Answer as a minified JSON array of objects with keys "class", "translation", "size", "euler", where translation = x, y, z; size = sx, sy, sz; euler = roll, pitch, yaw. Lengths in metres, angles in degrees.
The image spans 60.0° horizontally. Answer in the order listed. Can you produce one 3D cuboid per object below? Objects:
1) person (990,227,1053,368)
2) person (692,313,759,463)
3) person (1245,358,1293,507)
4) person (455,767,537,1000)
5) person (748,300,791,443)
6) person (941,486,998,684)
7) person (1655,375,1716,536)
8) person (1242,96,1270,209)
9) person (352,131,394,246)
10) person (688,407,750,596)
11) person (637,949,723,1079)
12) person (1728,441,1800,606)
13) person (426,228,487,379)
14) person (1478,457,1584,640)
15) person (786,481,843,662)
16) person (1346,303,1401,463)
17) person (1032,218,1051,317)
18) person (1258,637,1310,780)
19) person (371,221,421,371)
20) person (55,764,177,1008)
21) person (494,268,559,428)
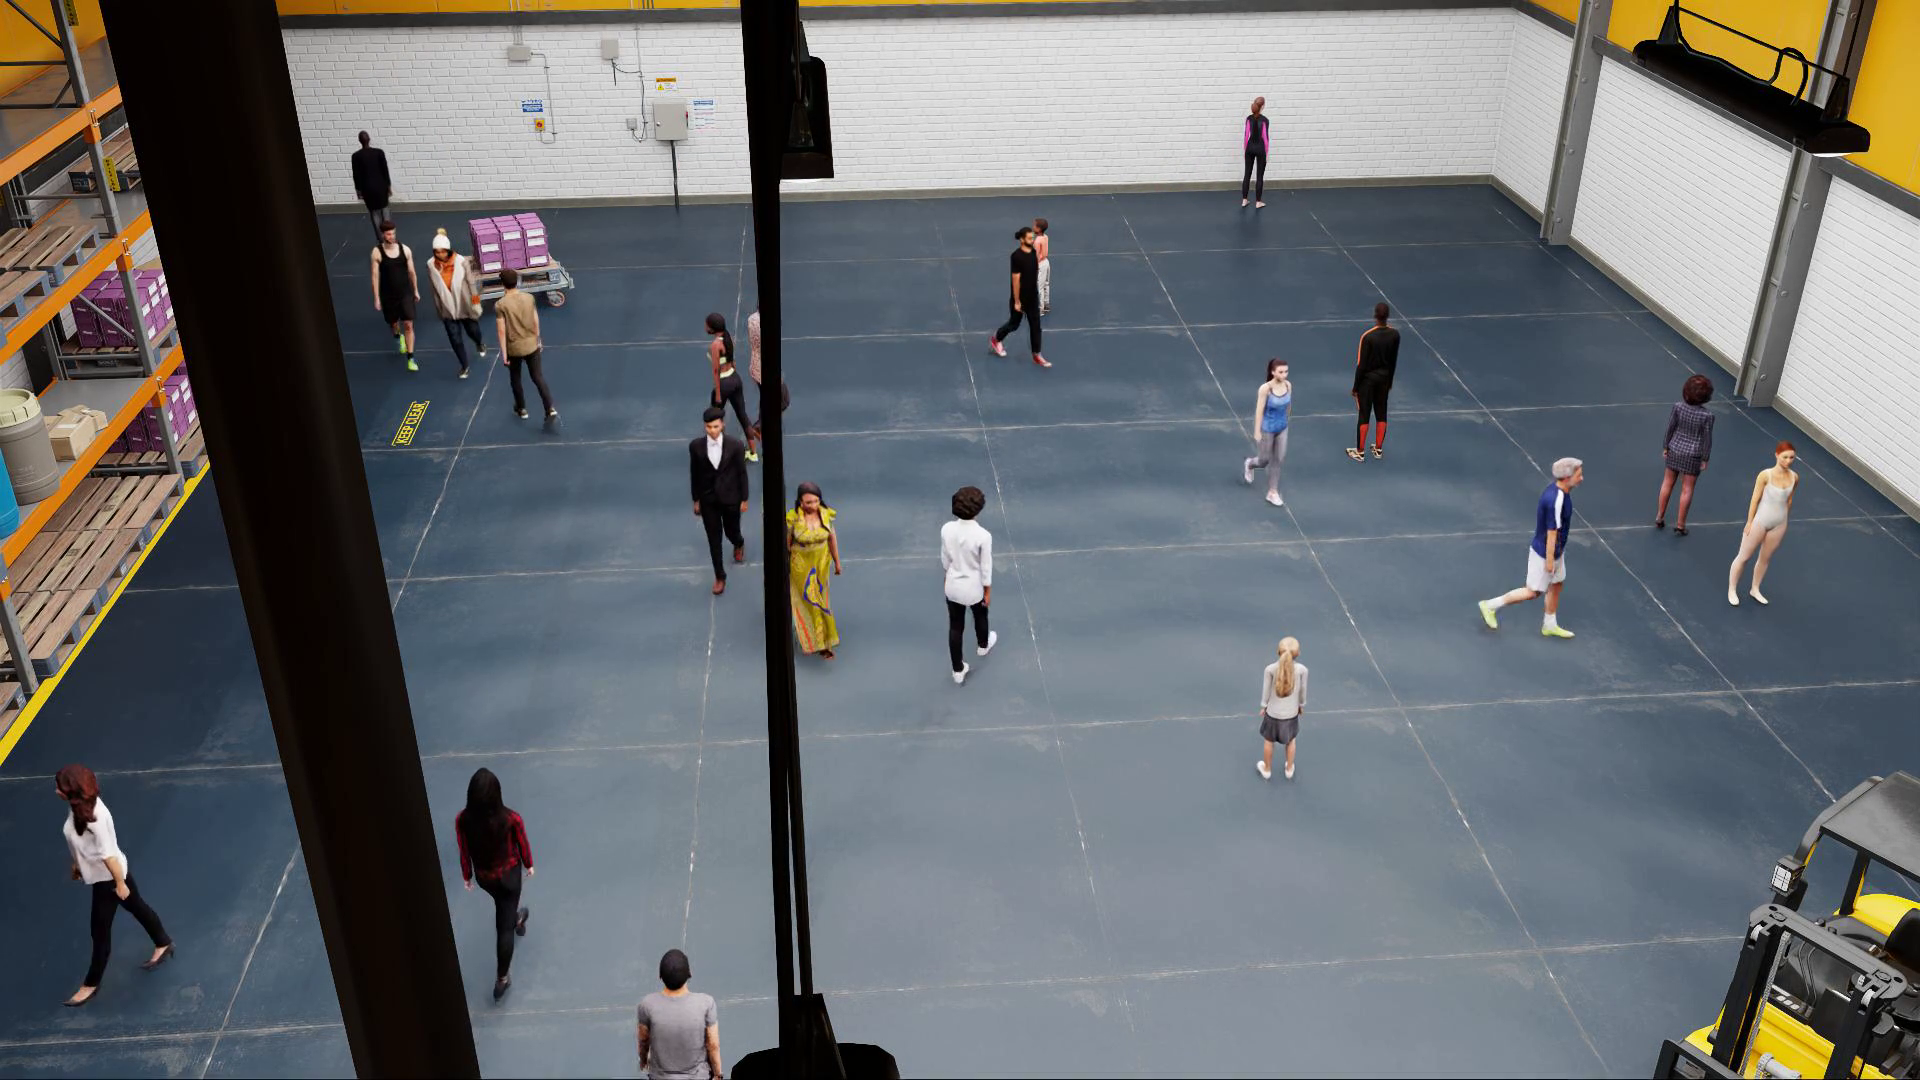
[{"class":"person","translation":[0.722,-3.026,20.653],"size":[1.188,1.727,1.127],"euler":[22,36,35]},{"class":"person","translation":[-2.466,-1.625,18.093],"size":[1.078,1.718,1.087],"euler":[17,33,28]},{"class":"person","translation":[3.230,-1.162,17.372],"size":[0.743,1.596,0.951],"euler":[-12,31,-22]},{"class":"person","translation":[-3.065,2.295,11.016],"size":[0.646,1.614,1.073],"euler":[0,29,0]},{"class":"person","translation":[-2.205,-1.864,18.458],"size":[0.958,1.789,0.894],"euler":[-21,35,-33]},{"class":"person","translation":[0.019,0.421,14.278],"size":[0.910,1.779,1.091],"euler":[9,30,17]},{"class":"person","translation":[7.274,-0.845,16.685],"size":[0.762,1.698,0.677],"euler":[-25,37,-37]},{"class":"person","translation":[4.690,-6.155,26.364],"size":[0.670,1.752,0.715],"euler":[15,32,26]},{"class":"person","translation":[-8.606,-5.124,24.472],"size":[0.772,1.752,0.783],"euler":[-14,32,-24]},{"class":"person","translation":[-2.254,-0.435,15.760],"size":[0.793,1.864,1.013],"euler":[2,29,3]},{"class":"person","translation":[-1.585,3.104,9.431],"size":[0.715,1.712,1.160],"euler":[-5,29,-10]},{"class":"person","translation":[7.510,-0.164,15.494],"size":[0.553,1.643,0.486],"euler":[-1,29,-2]},{"class":"person","translation":[-6.134,-2.943,20.338],"size":[0.747,1.883,0.928],"euler":[-5,29,-10]},{"class":"person","translation":[5.163,0.079,14.873],"size":[1.032,1.810,1.138],"euler":[11,30,19]},{"class":"person","translation":[-1.378,0.195,14.857],"size":[1.099,1.622,1.354],"euler":[-17,33,-28]},{"class":"person","translation":[4.539,-1.735,18.201],"size":[0.658,1.809,0.582],"euler":[-7,29,-12]},{"class":"person","translation":[1.093,-3.668,22.267],"size":[0.602,1.308,0.516],"euler":[13,31,22]},{"class":"person","translation":[2.551,1.320,13.157],"size":[0.522,1.275,0.533],"euler":[0,29,0]},{"class":"person","translation":[-6.987,-3.062,20.591],"size":[1.003,1.850,1.287],"euler":[-13,31,-22]},{"class":"person","translation":[-5.552,2.195,11.041],"size":[1.027,1.766,1.038],"euler":[-23,36,-36]},{"class":"person","translation":[-4.949,-2.161,18.963],"size":[1.014,1.825,1.252],"euler":[-19,34,-31]}]
